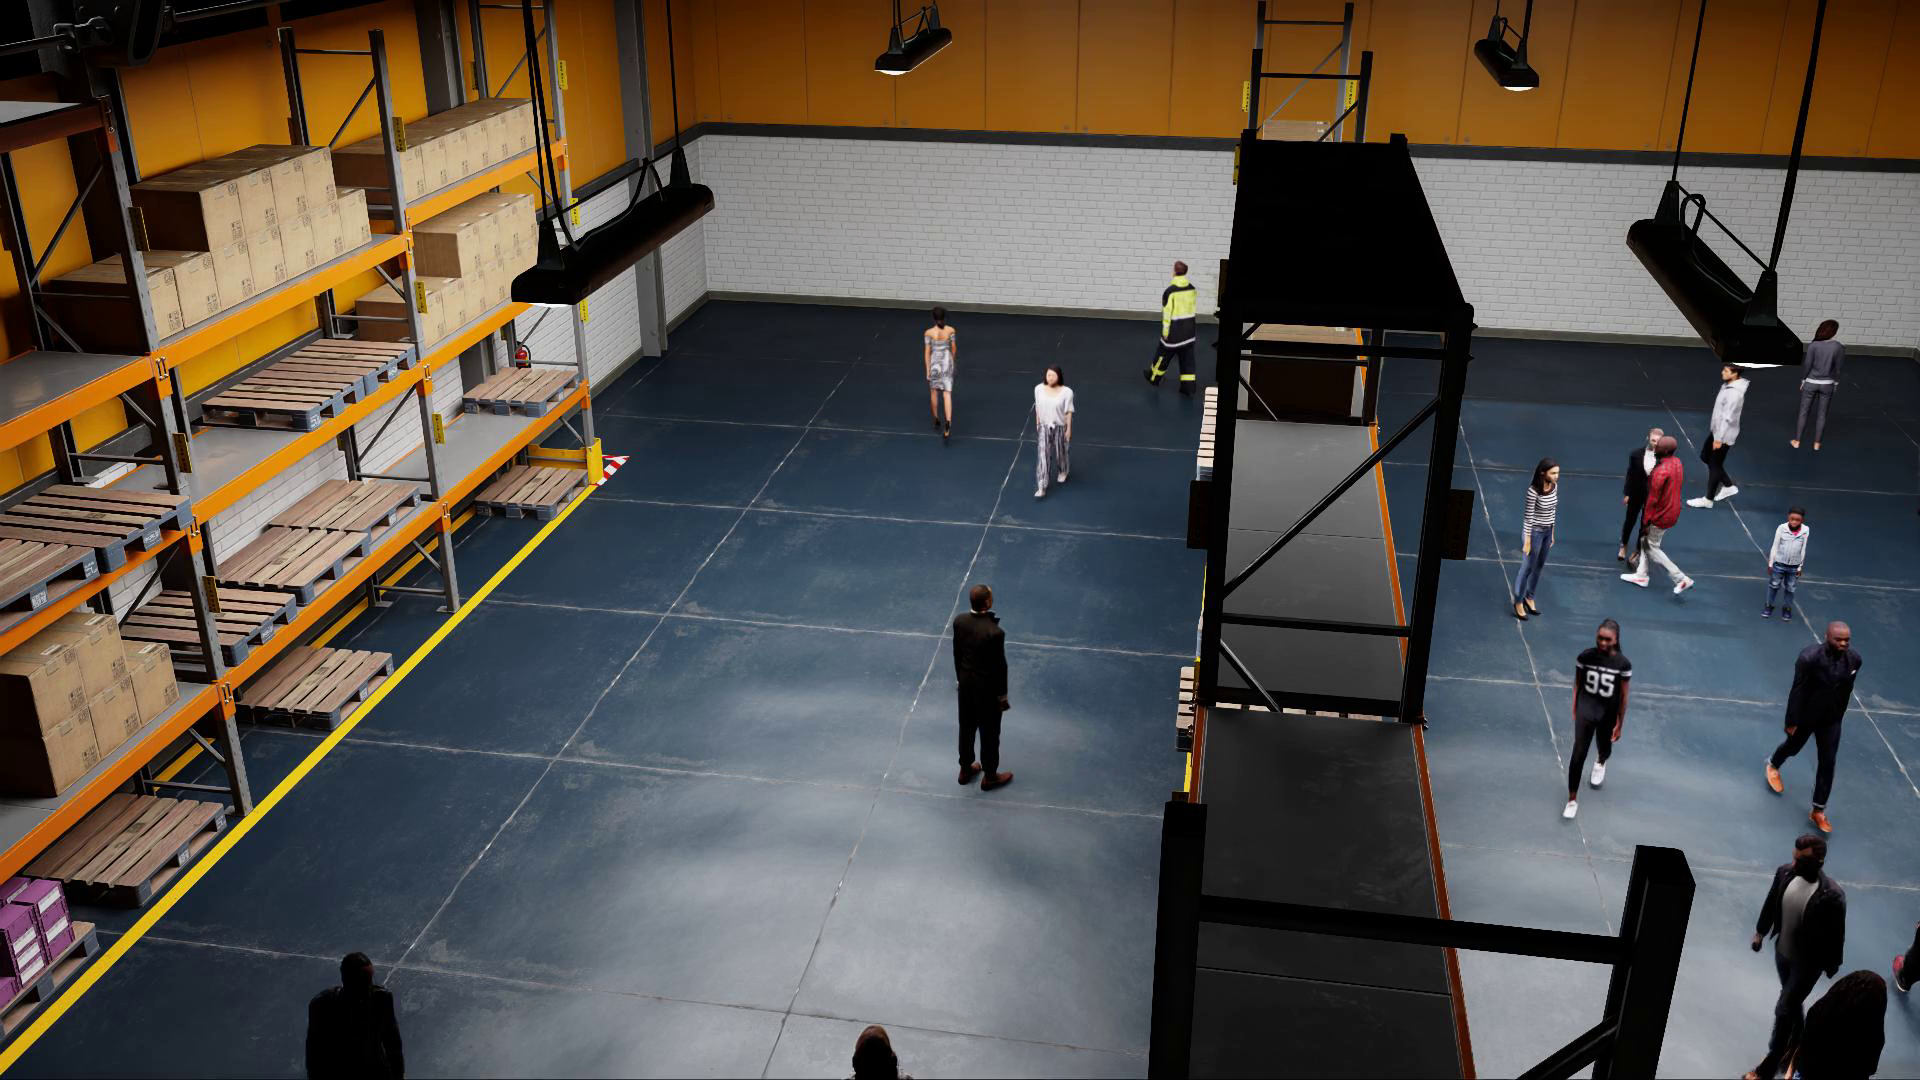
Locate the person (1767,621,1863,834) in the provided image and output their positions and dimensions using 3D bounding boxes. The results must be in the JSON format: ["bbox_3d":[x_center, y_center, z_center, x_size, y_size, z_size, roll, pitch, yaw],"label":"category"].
[{"bbox_3d":[7.160,1.462,14.014,0.805,1.773,1.222,1,24,2],"label":"person"}]

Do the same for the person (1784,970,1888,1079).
[{"bbox_3d":[5.179,3.326,9.987,0.823,1.582,1.065,11,26,23],"label":"person"}]

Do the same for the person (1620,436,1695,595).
[{"bbox_3d":[7.593,-0.230,17.863,1.137,1.790,1.153,-17,29,-33],"label":"person"}]

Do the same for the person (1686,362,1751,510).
[{"bbox_3d":[9.302,-1.274,20.093,0.809,1.917,0.776,6,24,14],"label":"person"}]

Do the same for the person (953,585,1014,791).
[{"bbox_3d":[0.176,1.255,14.322,0.780,1.905,0.778,17,29,33],"label":"person"}]

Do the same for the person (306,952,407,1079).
[{"bbox_3d":[-3.647,3.218,9.961,0.871,1.800,0.811,-1,24,-3],"label":"person"}]

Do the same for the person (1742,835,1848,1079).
[{"bbox_3d":[5.651,2.734,11.056,0.975,1.810,0.961,-9,25,-20],"label":"person"}]

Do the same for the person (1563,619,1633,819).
[{"bbox_3d":[5.429,1.468,14.099,0.860,1.694,1.243,12,26,25],"label":"person"}]

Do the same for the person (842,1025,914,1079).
[{"bbox_3d":[-0.455,3.536,9.297,0.797,1.750,1.247,-1,24,-2],"label":"person"}]

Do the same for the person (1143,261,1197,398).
[{"bbox_3d":[3.213,-3.006,24.036,1.227,1.933,1.330,-13,27,-28],"label":"person"}]

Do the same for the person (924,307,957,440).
[{"bbox_3d":[-0.238,-2.224,22.427,0.785,1.787,1.129,-2,24,-5],"label":"person"}]

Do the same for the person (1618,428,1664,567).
[{"bbox_3d":[7.669,-0.472,18.573,0.728,1.664,0.798,16,28,31],"label":"person"}]

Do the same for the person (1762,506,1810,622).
[{"bbox_3d":[8.710,0.220,17.497,0.523,1.258,0.540,10,26,22],"label":"person"}]

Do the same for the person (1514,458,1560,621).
[{"bbox_3d":[6.030,-0.024,17.386,0.629,1.795,0.695,-17,29,-33],"label":"person"}]

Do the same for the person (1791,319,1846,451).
[{"bbox_3d":[11.430,-2.077,22.119,0.642,1.765,0.569,8,25,17],"label":"person"}]

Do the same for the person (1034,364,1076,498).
[{"bbox_3d":[1.202,-1.405,20.740,0.848,1.638,1.190,9,25,20],"label":"person"}]
